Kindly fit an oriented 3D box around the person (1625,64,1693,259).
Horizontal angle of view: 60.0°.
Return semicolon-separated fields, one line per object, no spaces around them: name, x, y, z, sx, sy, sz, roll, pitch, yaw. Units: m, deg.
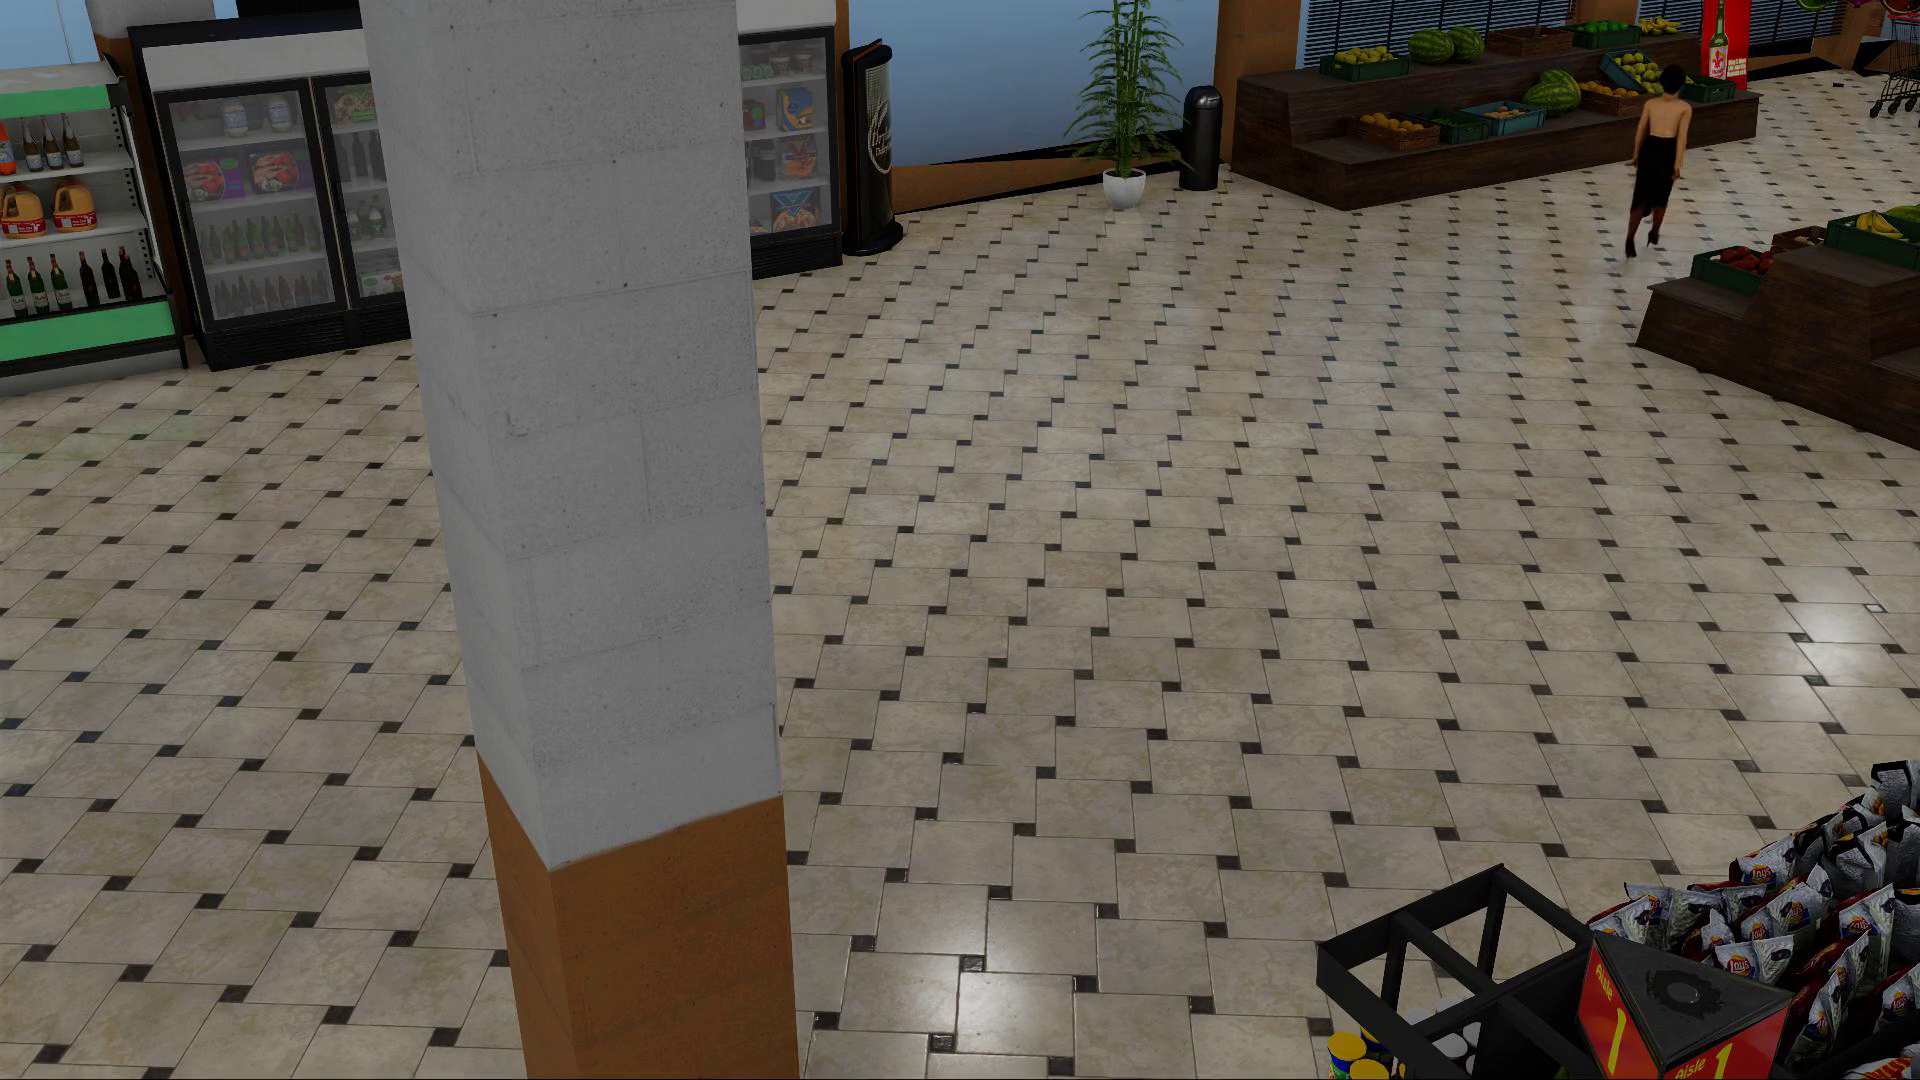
person;5.882;-3.160;14.118;0.874;1.612;1.089;17;32;30
